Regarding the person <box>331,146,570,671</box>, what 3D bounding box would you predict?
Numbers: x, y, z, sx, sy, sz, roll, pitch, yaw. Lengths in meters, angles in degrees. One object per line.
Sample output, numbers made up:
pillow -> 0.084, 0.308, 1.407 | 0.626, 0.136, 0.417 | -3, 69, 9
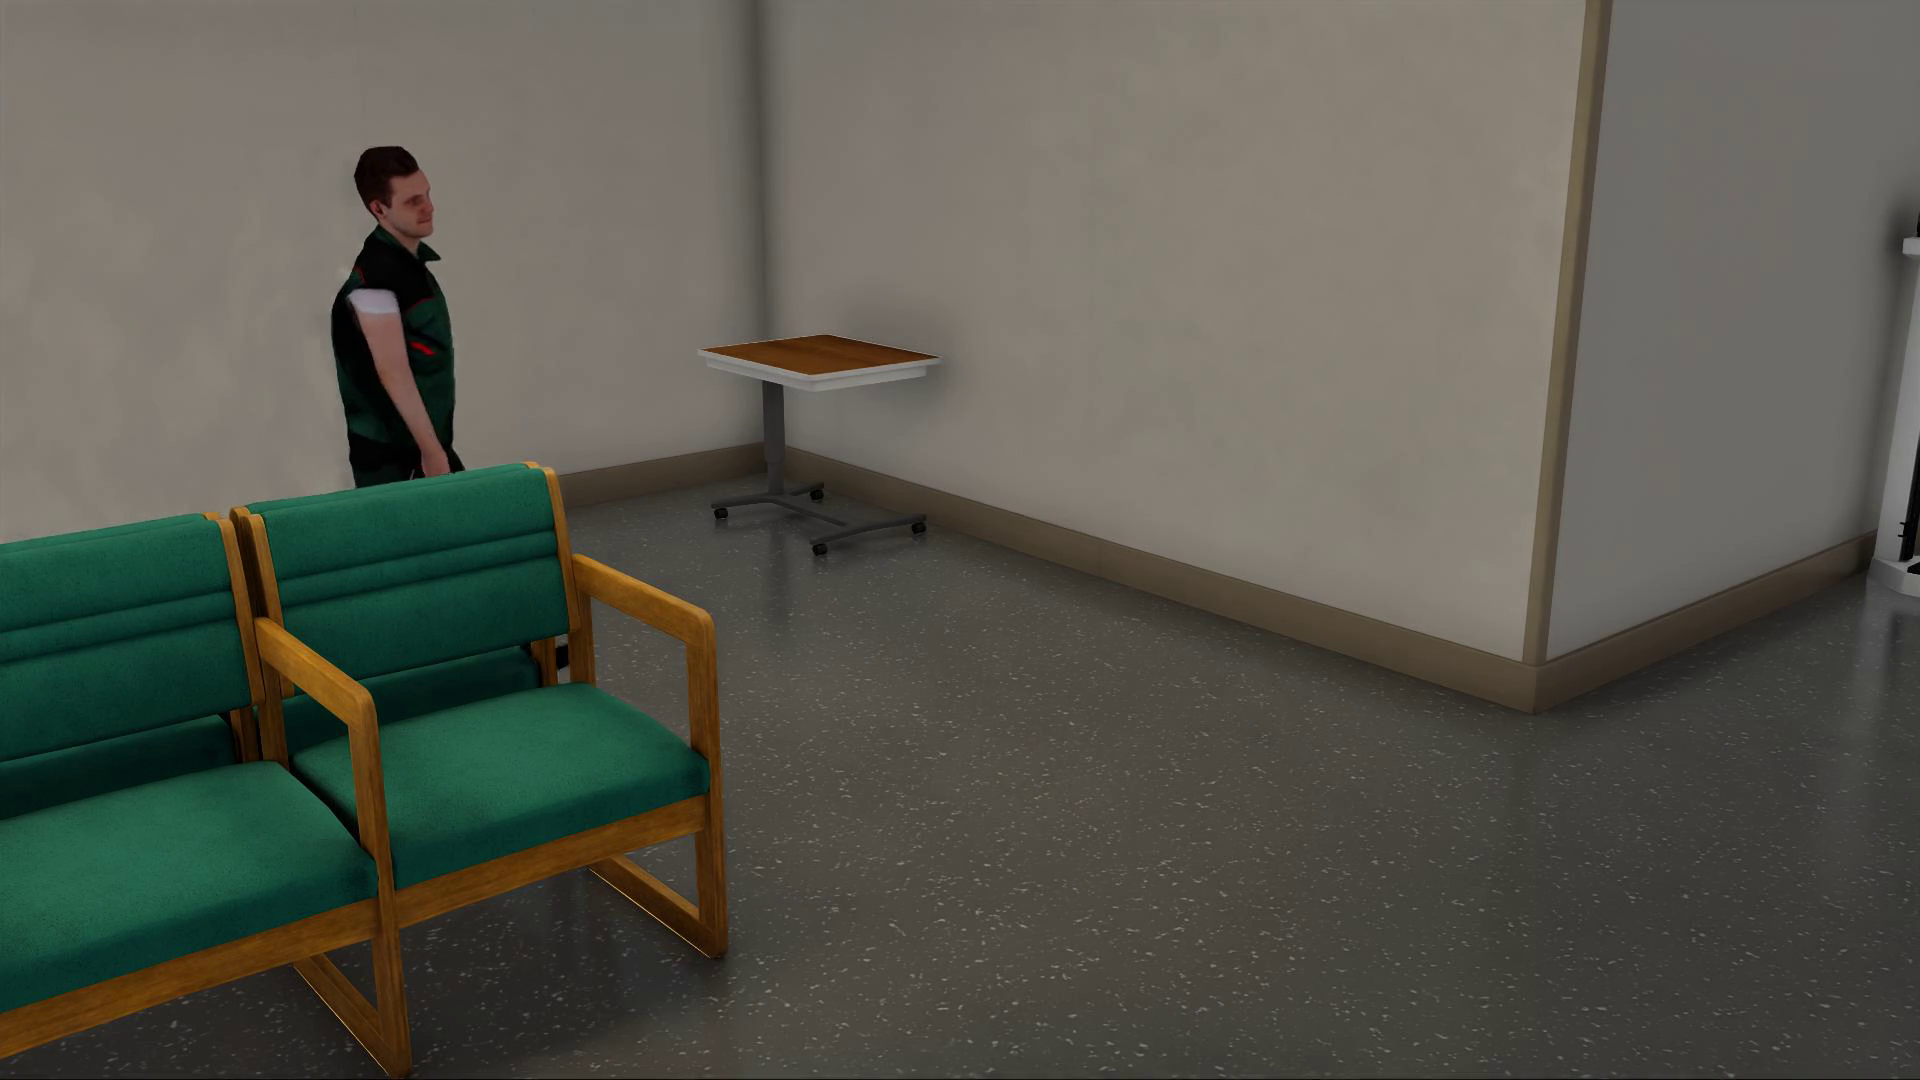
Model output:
person -> -1.806, -0.277, 5.163 | 1.036, 1.796, 1.083 | -4, 16, -14
